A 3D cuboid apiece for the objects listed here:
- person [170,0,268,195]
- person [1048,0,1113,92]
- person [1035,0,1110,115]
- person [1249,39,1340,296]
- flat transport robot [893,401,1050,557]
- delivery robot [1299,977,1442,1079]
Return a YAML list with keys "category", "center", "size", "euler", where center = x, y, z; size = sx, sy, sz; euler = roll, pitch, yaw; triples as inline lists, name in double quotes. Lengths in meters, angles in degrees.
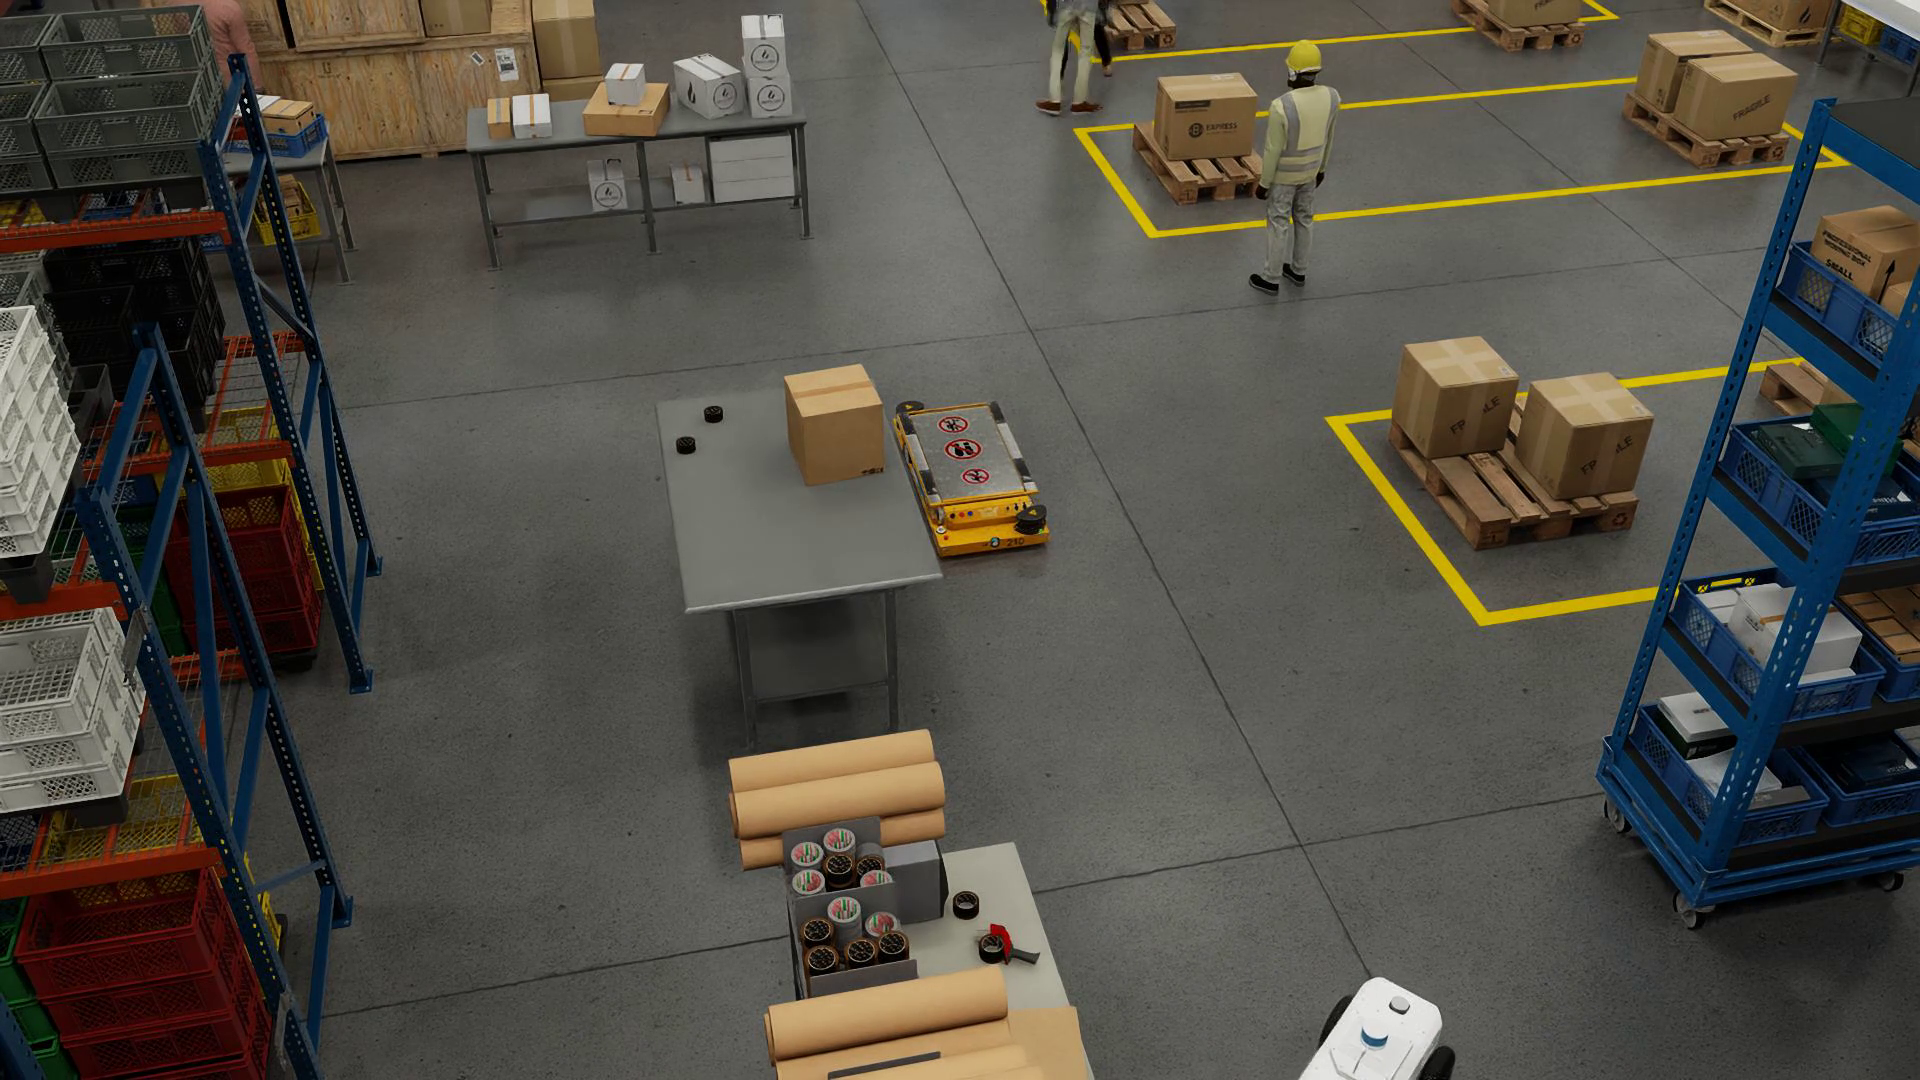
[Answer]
- category: "person"
  center: [-5.768, -3.670, 13.108]
  size: [0.672, 1.903, 0.396]
  euler: [14, 39, 18]
- category: "person"
  center: [1.152, -4.949, 15.037]
  size: [0.703, 1.659, 0.478]
  euler: [-9, 38, -12]
- category: "person"
  center: [0.981, -4.569, 14.384]
  size: [0.648, 1.833, 0.360]
  euler: [8, 37, 10]
- category: "person"
  center: [2.343, -2.619, 11.752]
  size: [0.600, 1.830, 0.404]
  euler: [-19, 41, -24]
- category: "flat transport robot"
  center: [0.046, -0.430, 10.108]
  size: [0.652, 0.197, 1.431]
  euler: [-8, 37, -10]
- category: "delivery robot"
  center: [1.581, 2.047, 6.467]
  size: [0.477, 0.478, 0.707]
  euler: [24, 43, 29]
